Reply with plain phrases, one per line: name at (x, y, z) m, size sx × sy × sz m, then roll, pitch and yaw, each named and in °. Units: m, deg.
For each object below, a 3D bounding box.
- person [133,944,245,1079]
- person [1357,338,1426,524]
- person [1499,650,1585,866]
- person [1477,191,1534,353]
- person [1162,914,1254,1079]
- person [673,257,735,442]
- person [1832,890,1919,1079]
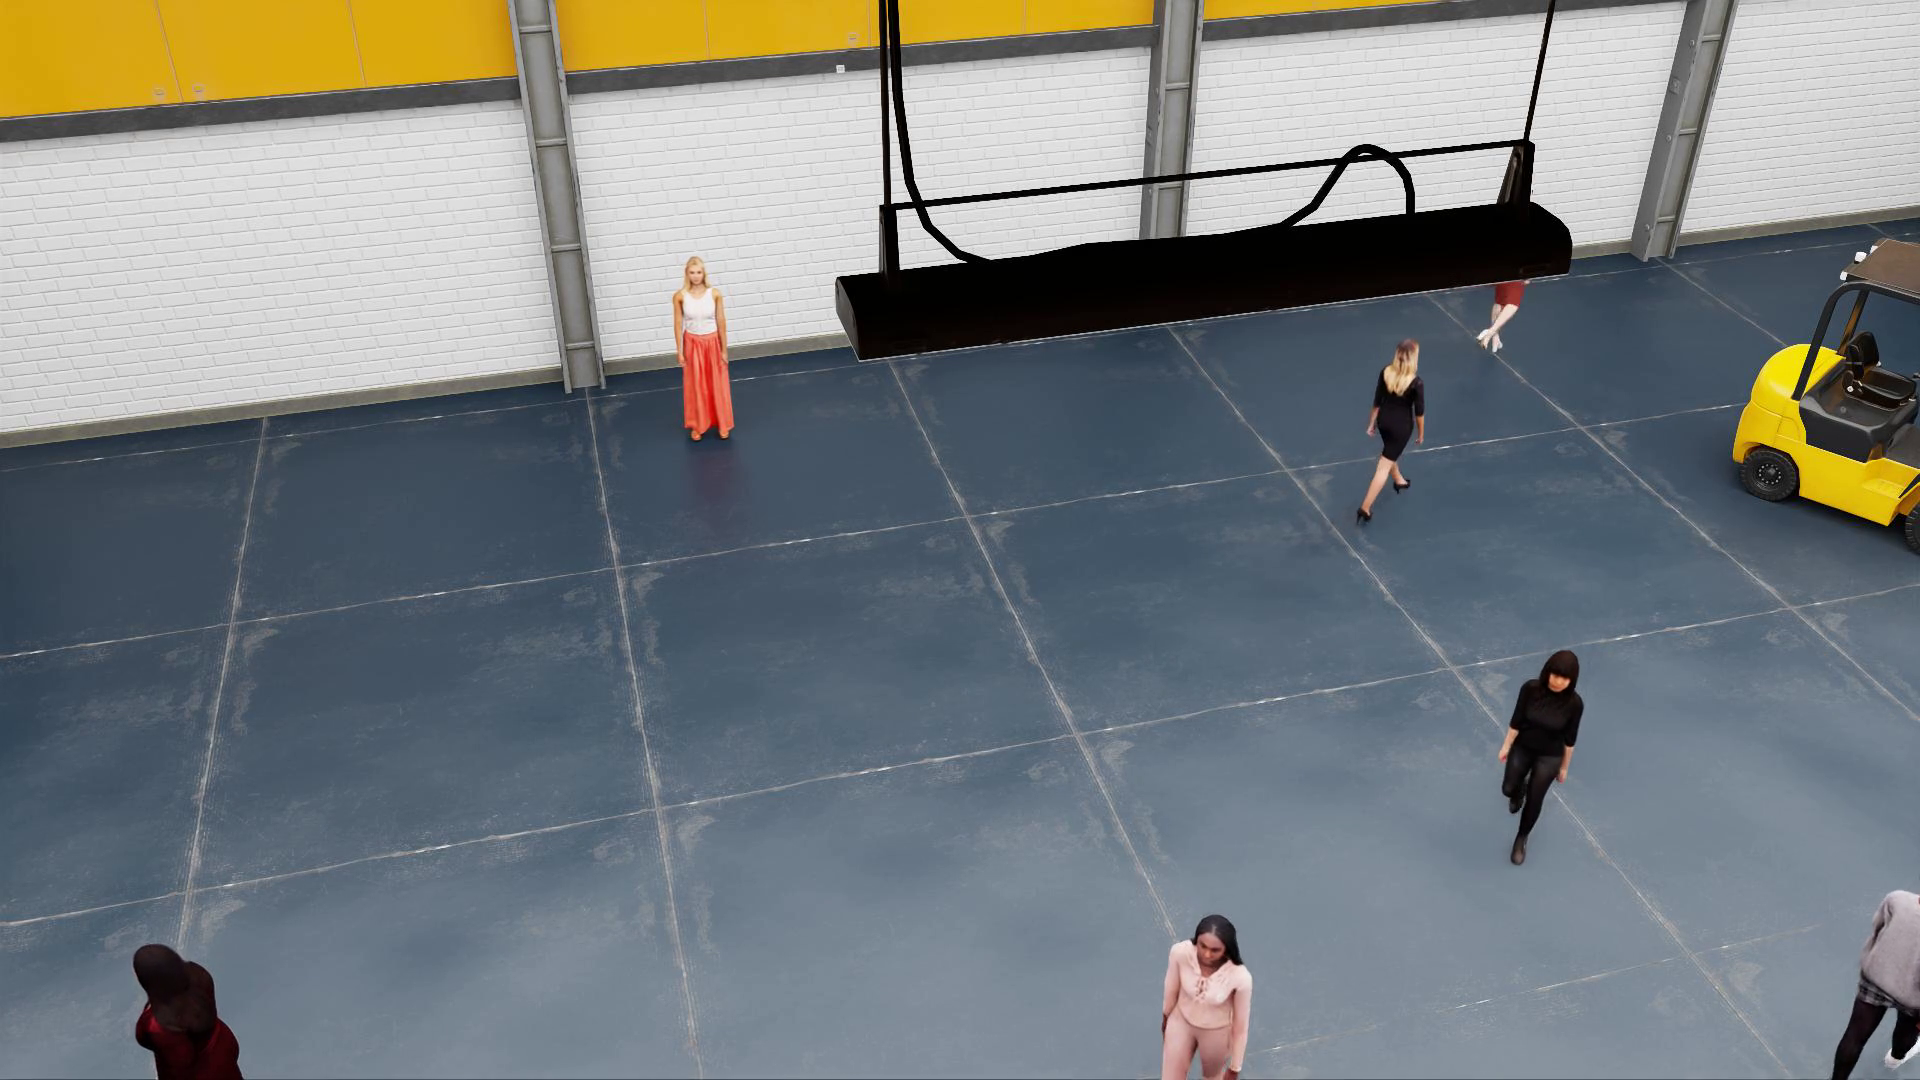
person at (-3.850, 2.684, 8.458) m, size 0.657 × 1.756 × 0.699 m, roll -4°, pitch 34°, yaw -5°
person at (3.584, -0.866, 13.920) m, size 1.131 × 1.622 × 0.899 m, roll -27°, pitch 42°, yaw -35°
person at (3.704, 1.312, 10.637) m, size 0.837 × 1.629 × 0.896 m, roll 18°, pitch 37°, yaw 24°
person at (5.385, -2.600, 16.424) m, size 0.823 × 1.738 × 0.919 m, roll 28°, pitch 43°, yaw 35°
person at (1.308, 2.538, 8.734) m, size 1.005 × 1.694 × 1.049 m, roll 16°, pitch 37°, yaw 22°
person at (-2.331, -1.738, 15.071) m, size 0.553 × 1.799 × 0.704 m, roll -4°, pitch 34°, yaw -7°
person at (4.940, 2.423, 8.861) m, size 1.139 × 1.744 × 0.899 m, roll -23°, pitch 40°, yaw -31°
